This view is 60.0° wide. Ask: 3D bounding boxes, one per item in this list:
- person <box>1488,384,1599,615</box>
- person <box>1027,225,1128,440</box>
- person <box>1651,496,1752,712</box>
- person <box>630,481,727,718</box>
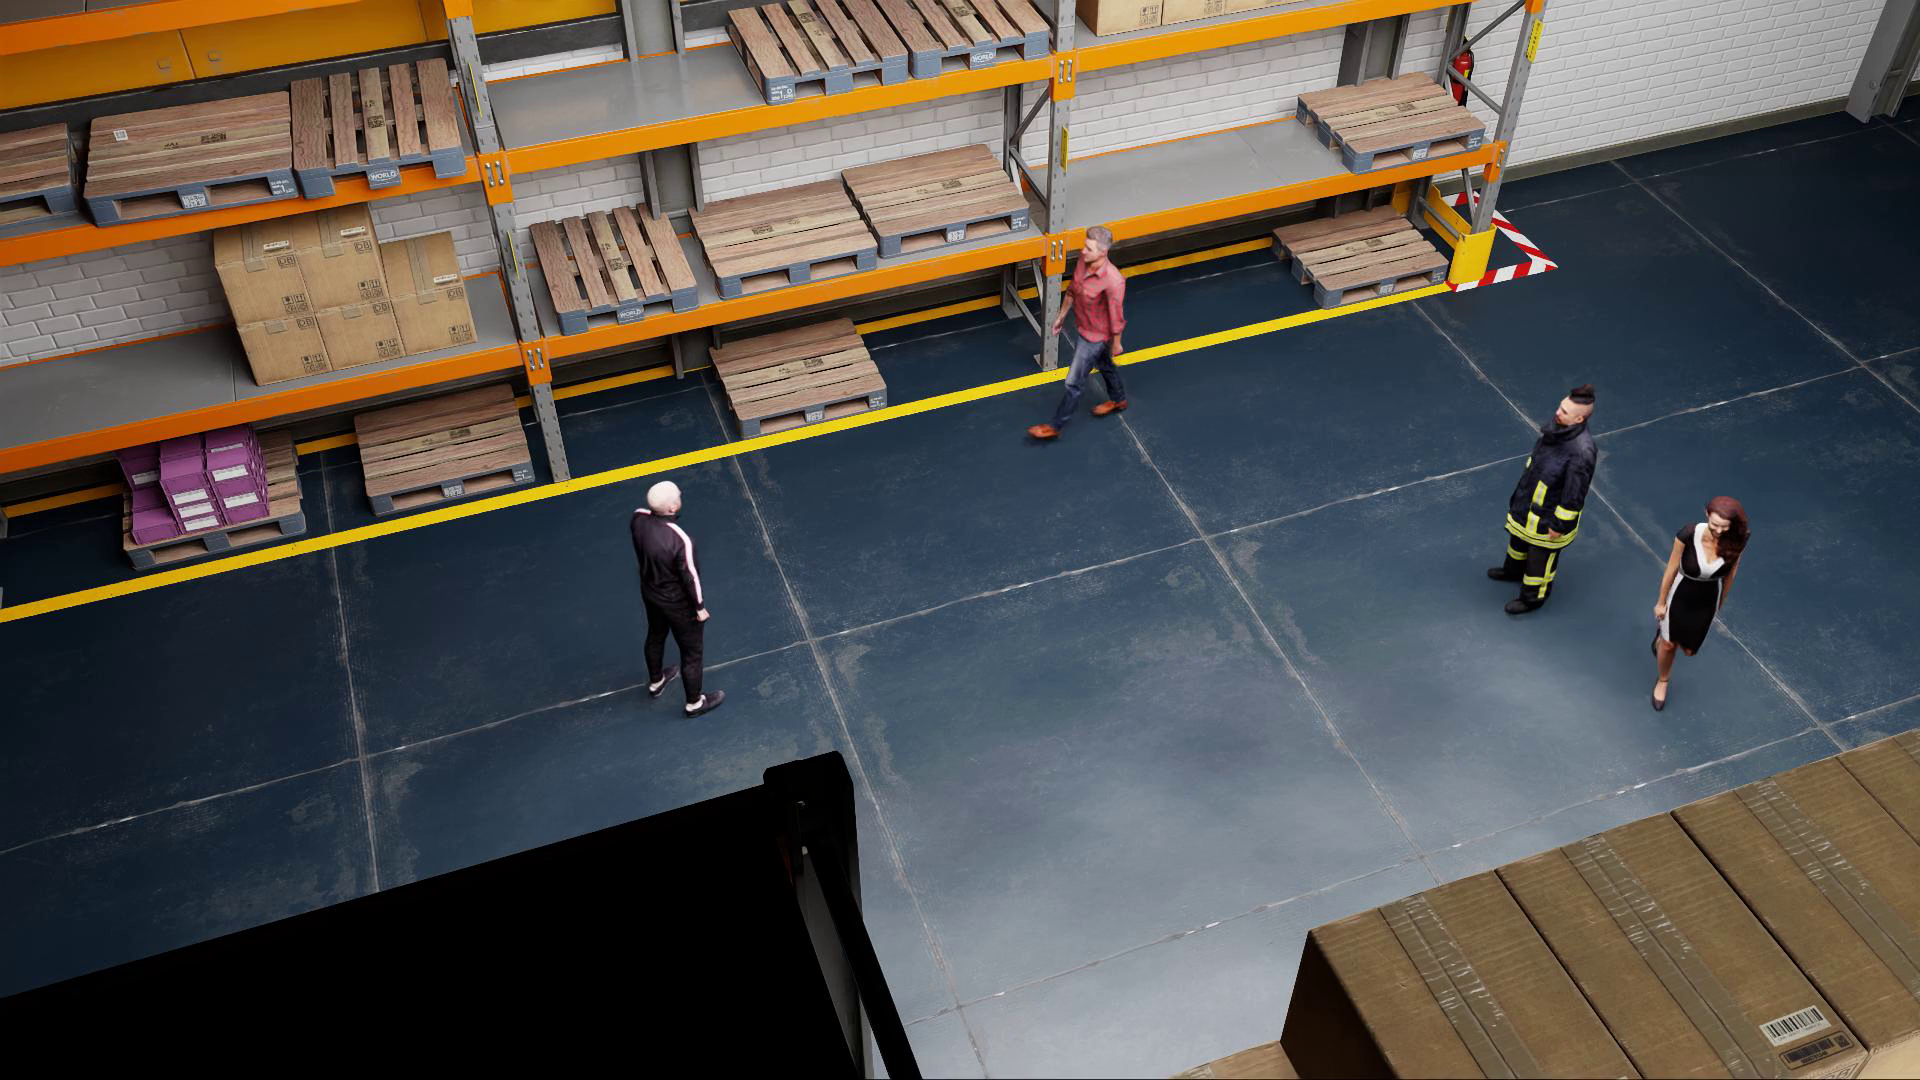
[{"bbox_3d":[3.946,-0.291,11.108,0.789,1.865,0.830,-3,44,-4],"label":"person"},{"bbox_3d":[1.089,-1.600,12.537,1.147,1.788,0.695,-15,46,-15],"label":"person"},{"bbox_3d":[4.578,0.336,10.515,0.818,1.774,0.850,6,44,6],"label":"person"},{"bbox_3d":[-1.826,0.368,10.441,0.777,1.829,0.792,27,50,25],"label":"person"}]
